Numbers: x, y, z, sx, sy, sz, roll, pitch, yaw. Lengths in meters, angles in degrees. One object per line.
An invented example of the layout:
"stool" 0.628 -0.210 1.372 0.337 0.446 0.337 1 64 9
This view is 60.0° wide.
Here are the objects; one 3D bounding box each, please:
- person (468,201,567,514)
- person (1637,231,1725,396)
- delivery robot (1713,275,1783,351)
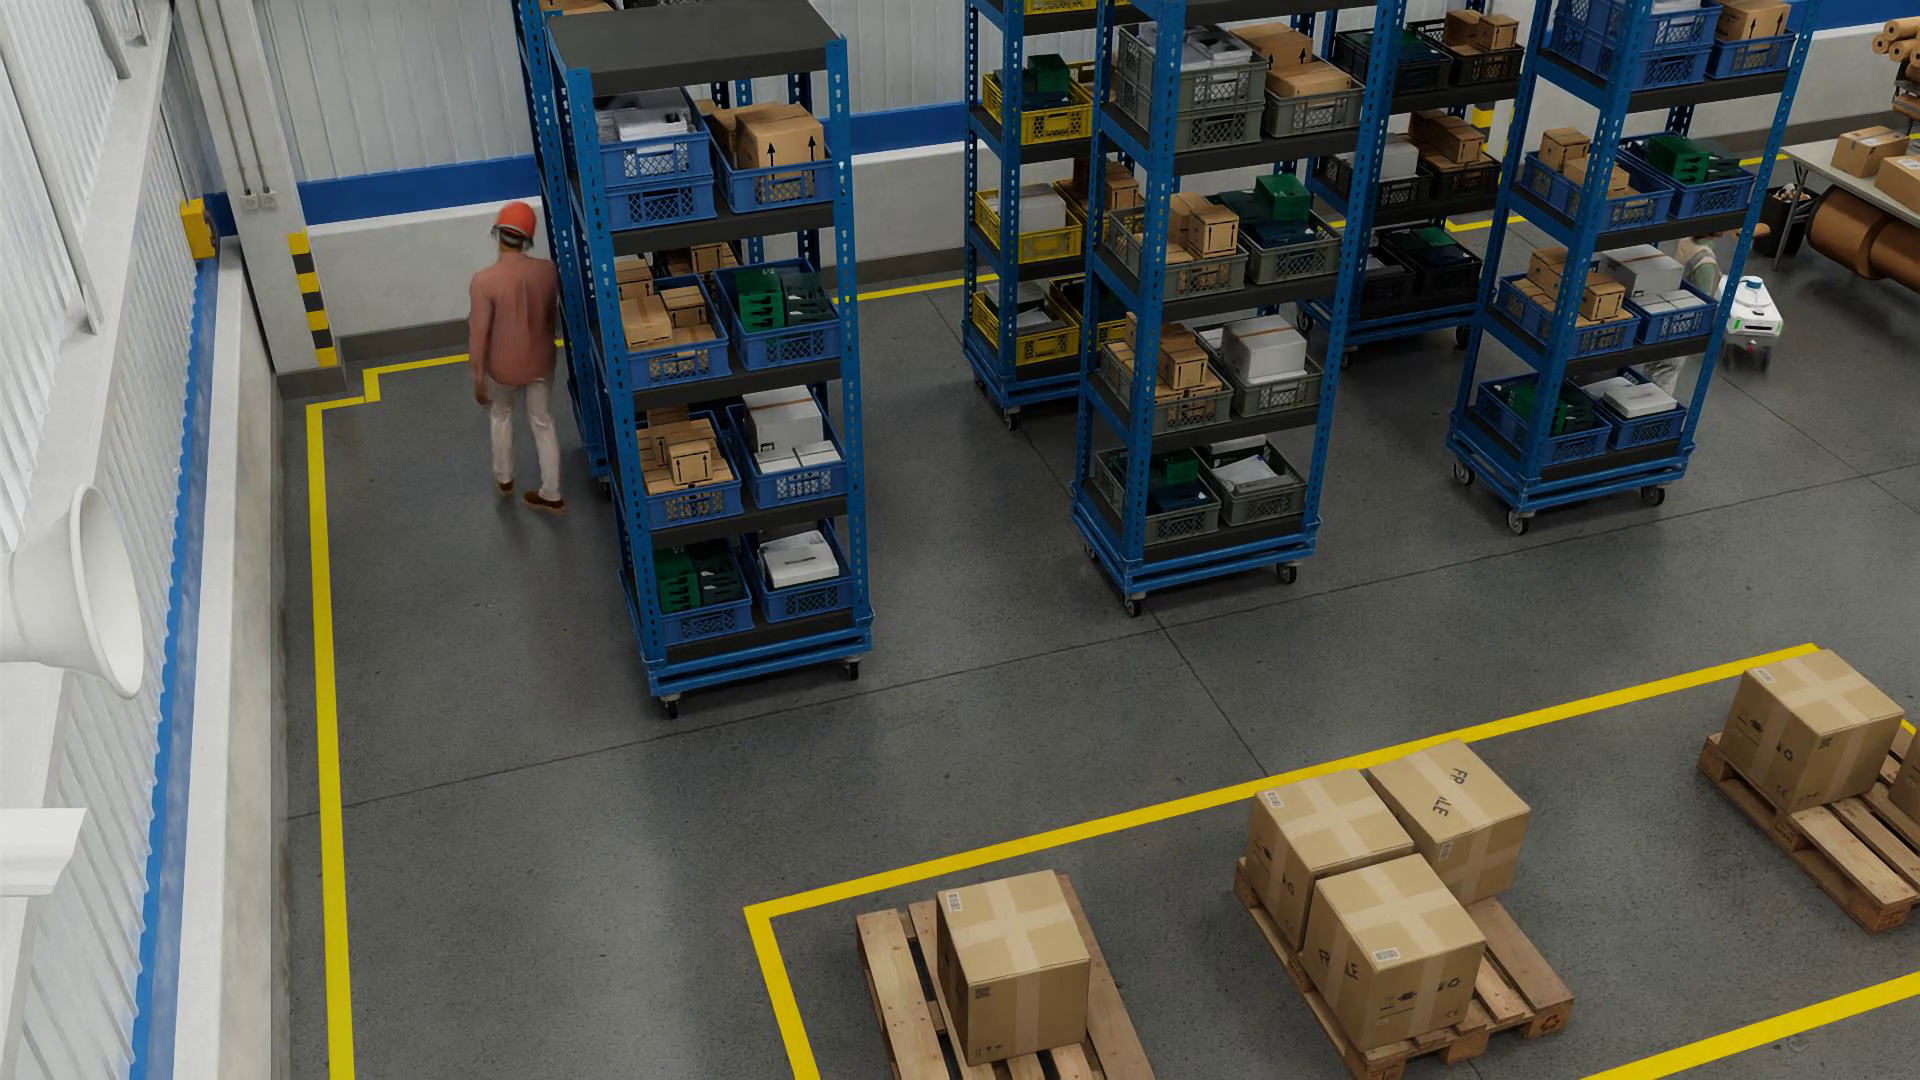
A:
"person" -2.711 -1.103 10.169 0.692 1.932 0.724 -23 41 -29
"person" 4.723 -1.444 10.896 0.315 1.641 0.515 3 35 4
"delivery robot" 5.716 -1.677 12.087 0.477 0.478 0.707 5 35 7
